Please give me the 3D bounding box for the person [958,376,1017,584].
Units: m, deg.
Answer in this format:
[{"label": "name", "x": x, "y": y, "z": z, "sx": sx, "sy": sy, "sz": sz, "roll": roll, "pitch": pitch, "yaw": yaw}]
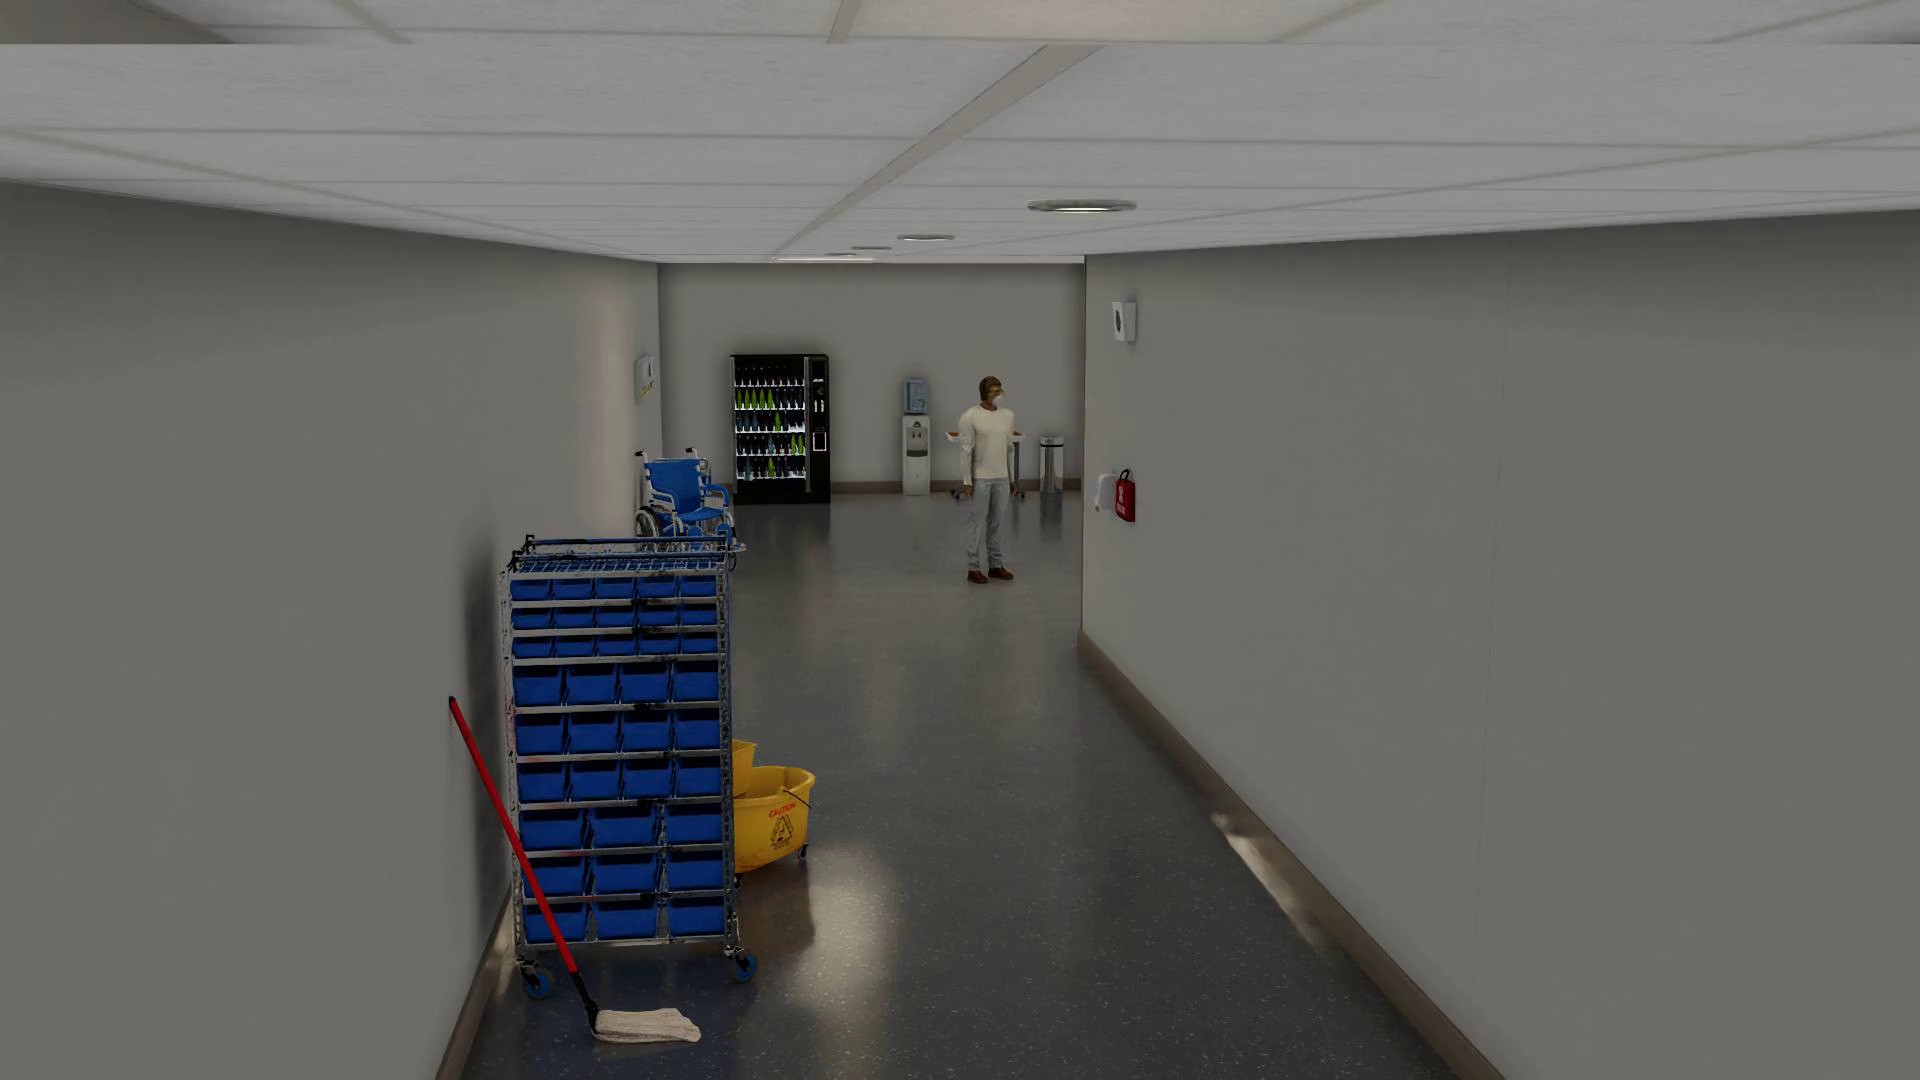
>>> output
[{"label": "person", "x": 0.271, "y": -0.568, "z": 15.590, "sx": 0.631, "sy": 1.938, "sz": 0.369, "roll": -7, "pitch": 11, "yaw": -37}]
